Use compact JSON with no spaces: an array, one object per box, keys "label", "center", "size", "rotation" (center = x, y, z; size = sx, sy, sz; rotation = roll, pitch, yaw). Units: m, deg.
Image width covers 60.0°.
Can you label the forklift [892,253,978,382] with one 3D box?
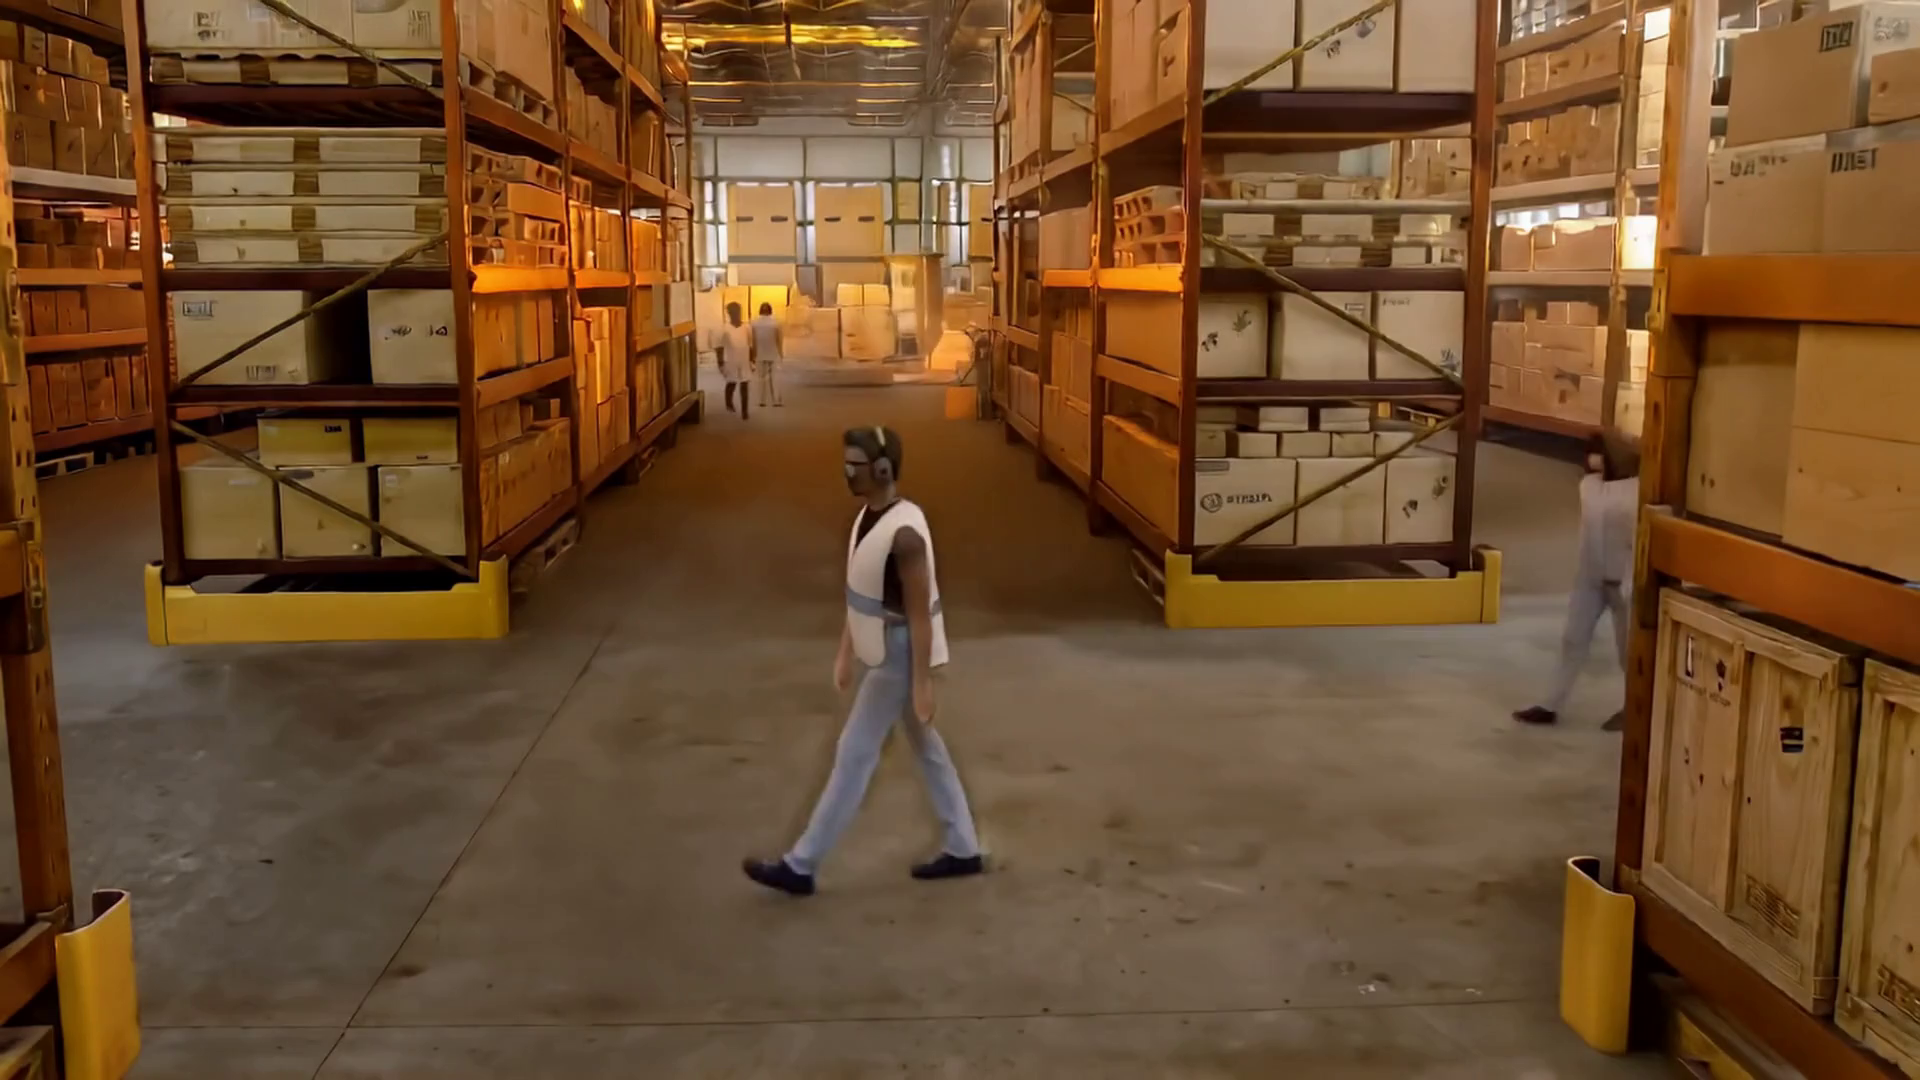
[{"label":"forklift","center":[-0.551,-4.915,36.689],"size":[1.873,2.768,1.129],"rotation":[-1,9,-5]}]

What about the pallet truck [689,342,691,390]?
[{"label":"pallet truck","center":[-5.225,-3.008,27.480],"size":[1.885,1.965,0.823],"rotation":[2,9,14]}]

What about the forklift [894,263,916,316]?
[{"label":"forklift","center":[-1.987,-9.022,62.479],"size":[1.129,2.768,1.873],"rotation":[-1,9,-4]}]

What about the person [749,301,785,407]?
[{"label":"person","center":[-3.431,-3.318,29.731],"size":[0.636,1.903,0.405],"rotation":[2,9,10]}]

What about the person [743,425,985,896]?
[{"label":"person","center":[-0.343,0.460,6.344],"size":[0.984,1.788,0.586],"rotation":[-2,9,-14]}]

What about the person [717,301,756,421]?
[{"label":"person","center":[-3.652,-2.917,27.082],"size":[0.643,1.938,0.653],"rotation":[-3,10,-19]}]

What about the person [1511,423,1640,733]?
[{"label":"person","center":[3.205,0.213,8.460],"size":[0.775,1.597,0.527],"rotation":[-3,10,-19]}]

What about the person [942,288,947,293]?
[{"label":"person","center":[-0.529,-7.283,54.505],"size":[0.627,1.941,0.371],"rotation":[5,10,27]}]
